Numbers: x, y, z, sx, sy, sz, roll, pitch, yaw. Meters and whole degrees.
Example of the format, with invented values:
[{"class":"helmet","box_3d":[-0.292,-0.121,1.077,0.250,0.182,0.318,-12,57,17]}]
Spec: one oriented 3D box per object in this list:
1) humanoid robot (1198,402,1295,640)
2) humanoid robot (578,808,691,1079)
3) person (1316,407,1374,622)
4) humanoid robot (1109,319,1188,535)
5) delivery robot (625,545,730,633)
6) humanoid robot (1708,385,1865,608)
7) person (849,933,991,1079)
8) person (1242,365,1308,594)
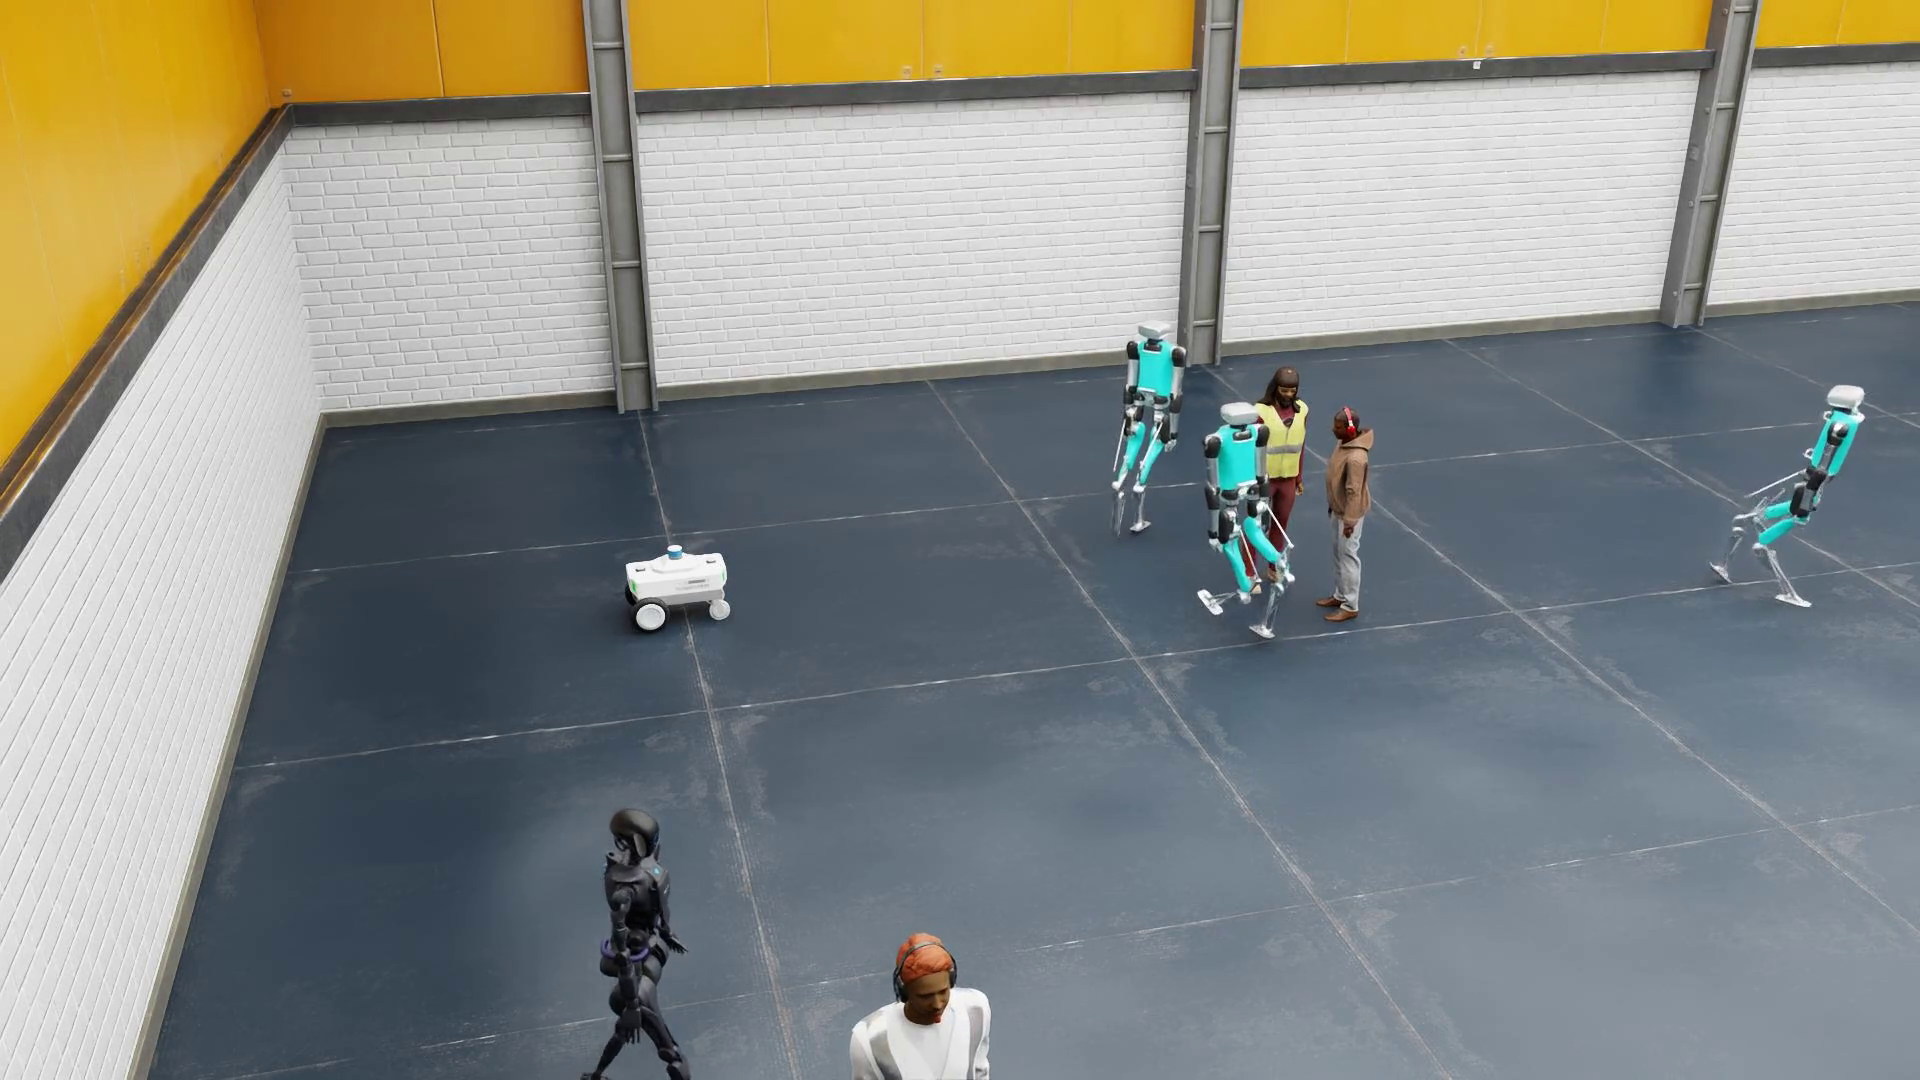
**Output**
[{"class":"humanoid robot","box_3d":[2.055,-0.067,11.698,0.540,1.723,1.008,-12,27,-26]},{"class":"humanoid robot","box_3d":[-1.410,1.876,7.419,0.783,1.628,0.607,3,24,6]},{"class":"person","box_3d":[2.806,-0.189,12.091,0.326,1.641,0.457,-1,24,-2]},{"class":"humanoid robot","box_3d":[1.450,-0.807,13.506,0.547,1.885,0.759,16,29,33]},{"class":"delivery robot","box_3d":[-2.105,0.340,12.251,0.804,0.610,0.499,-7,25,-15]},{"class":"humanoid robot","box_3d":[6.047,-0.362,12.372,0.970,1.775,0.540,17,29,33]},{"class":"person","box_3d":[-0.129,2.273,6.199,0.572,1.882,0.356,-13,27,-26]},{"class":"person","box_3d":[2.370,-0.468,12.555,0.465,1.775,0.377,-8,25,-17]}]
